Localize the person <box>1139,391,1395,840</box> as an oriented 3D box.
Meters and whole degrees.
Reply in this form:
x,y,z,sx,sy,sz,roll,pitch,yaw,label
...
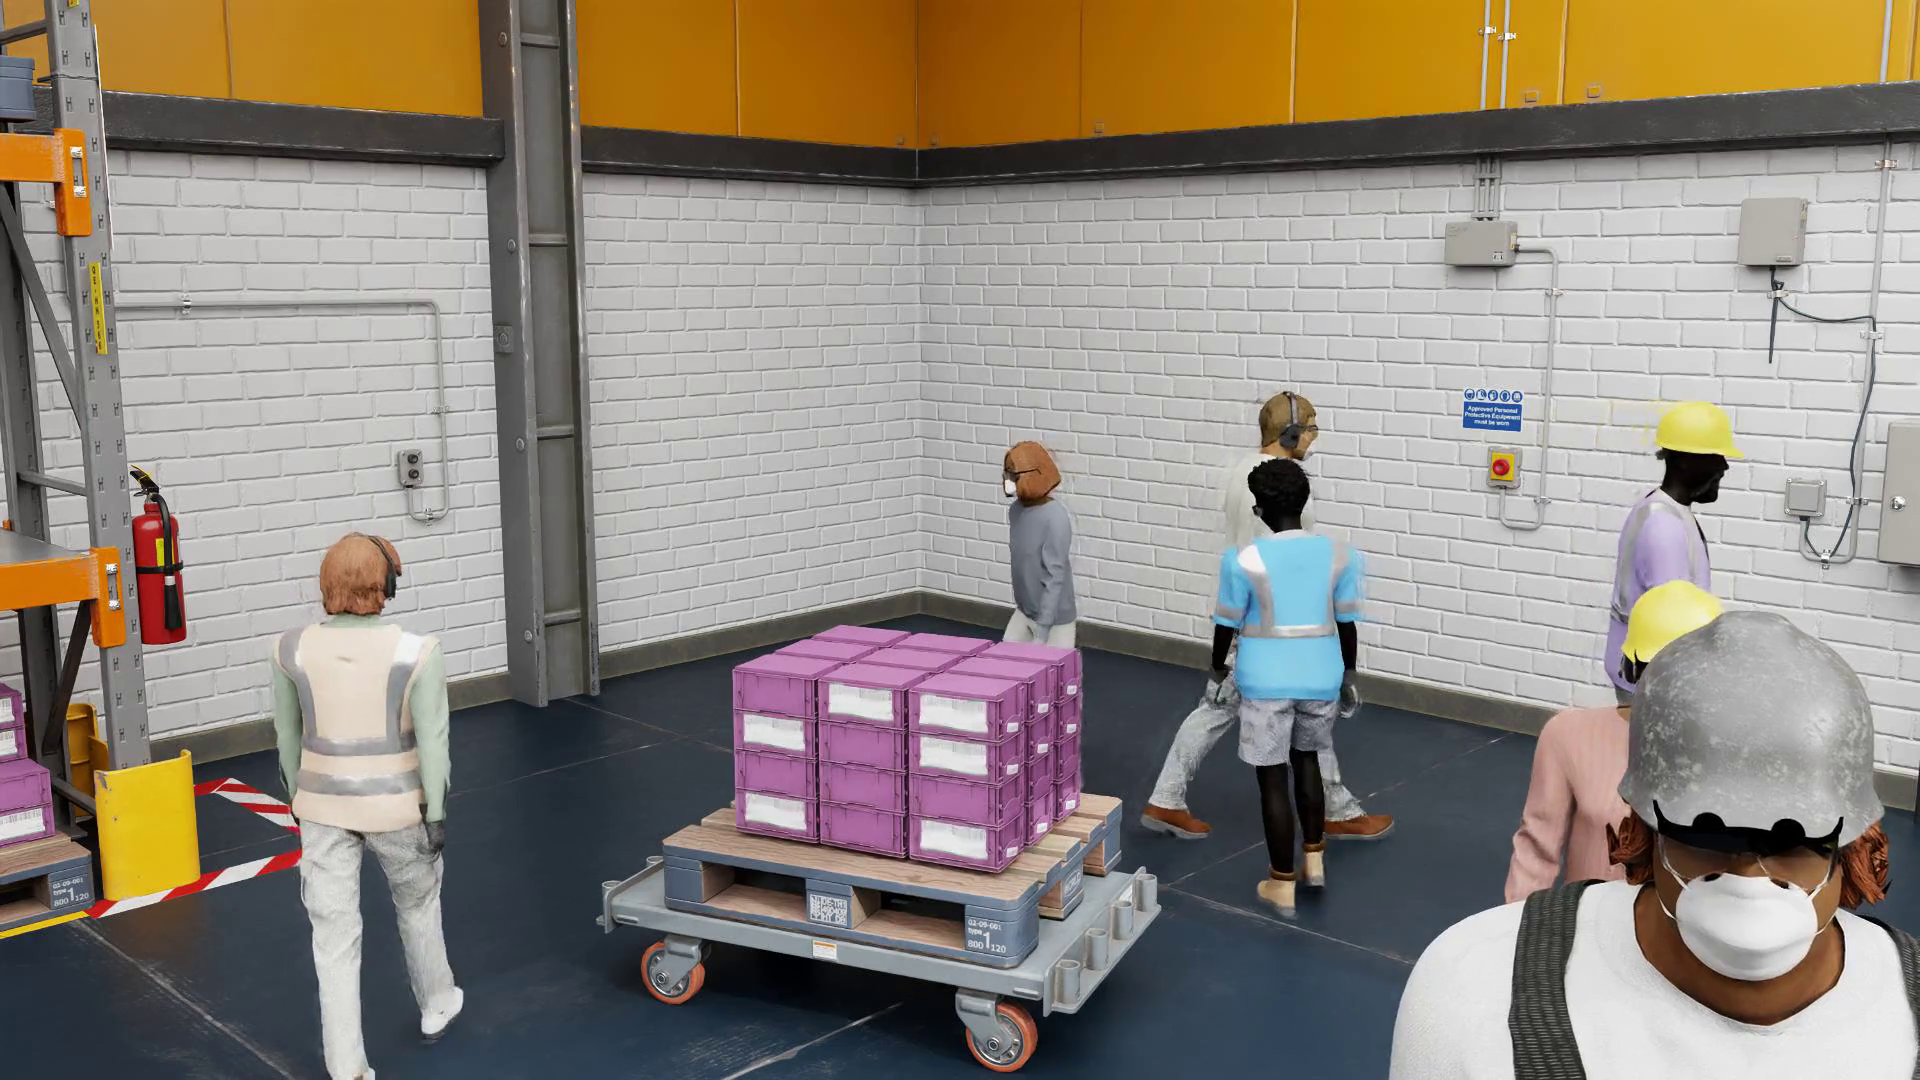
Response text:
x,y,z,sx,sy,sz,roll,pitch,yaw,label
1.238,0.329,6.817,1.056,1.886,0.638,-2,9,-11,person

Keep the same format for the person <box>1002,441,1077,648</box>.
x,y,z,sx,sy,sz,roll,pitch,yaw,label
0.302,0.369,7.339,0.592,1.606,0.513,-5,11,-29,person

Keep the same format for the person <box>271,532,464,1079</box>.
x,y,z,sx,sy,sz,roll,pitch,yaw,label
-1.719,0.773,4.873,0.524,1.605,0.775,-1,9,-5,person

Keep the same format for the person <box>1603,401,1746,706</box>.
x,y,z,sx,sy,sz,roll,pitch,yaw,label
2.566,0.473,5.812,0.715,1.902,0.607,5,11,29,person

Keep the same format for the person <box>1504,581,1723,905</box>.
x,y,z,sx,sy,sz,roll,pitch,yaw,label
1.469,0.927,3.613,0.531,1.724,0.875,7,12,38,person

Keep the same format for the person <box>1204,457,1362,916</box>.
x,y,z,sx,sy,sz,roll,pitch,yaw,label
1.190,0.532,6.158,0.543,1.670,0.465,-2,10,-14,person
